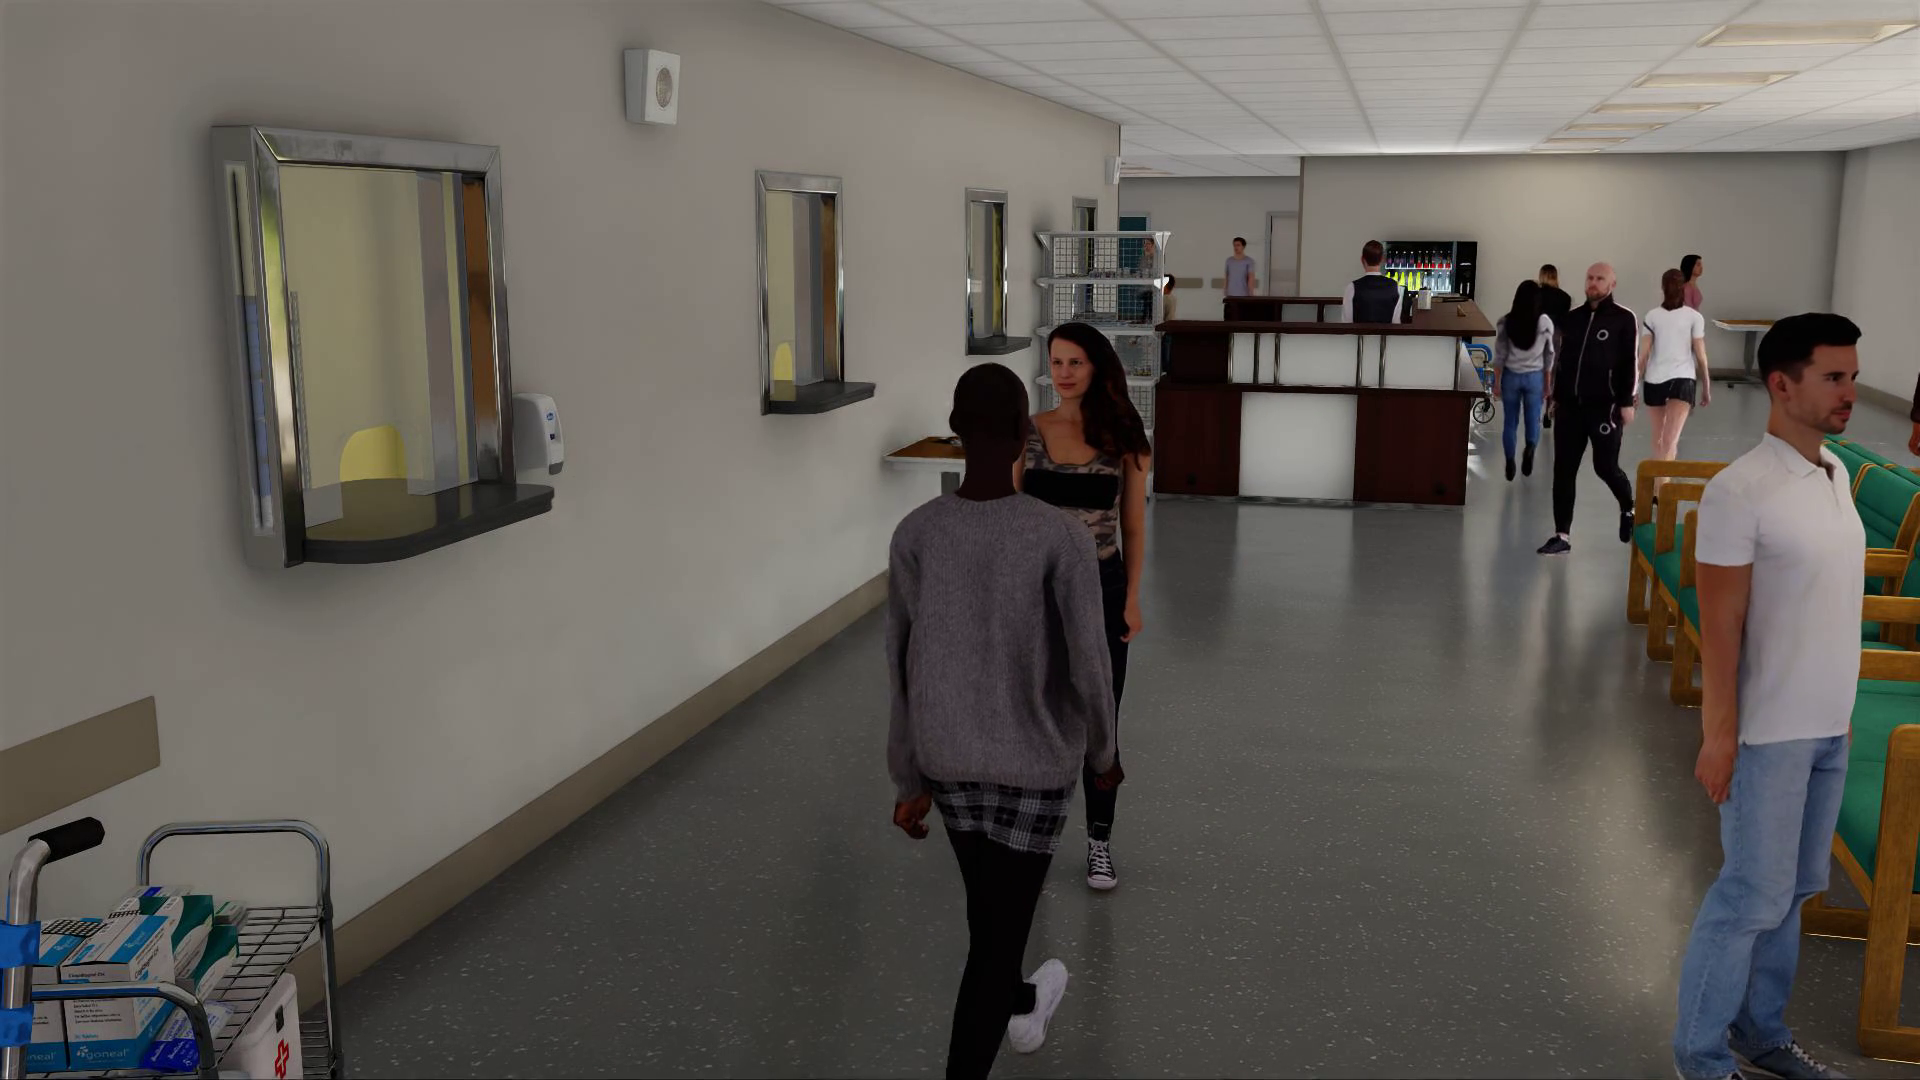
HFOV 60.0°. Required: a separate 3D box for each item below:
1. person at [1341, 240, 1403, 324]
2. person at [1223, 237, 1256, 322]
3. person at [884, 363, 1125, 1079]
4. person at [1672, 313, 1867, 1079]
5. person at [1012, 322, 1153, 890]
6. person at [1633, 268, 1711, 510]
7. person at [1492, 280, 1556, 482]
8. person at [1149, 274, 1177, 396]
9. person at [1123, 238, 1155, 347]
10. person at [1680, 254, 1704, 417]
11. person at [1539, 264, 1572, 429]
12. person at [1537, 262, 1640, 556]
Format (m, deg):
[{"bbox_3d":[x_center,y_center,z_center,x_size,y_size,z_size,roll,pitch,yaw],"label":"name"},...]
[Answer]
[{"bbox_3d":[3.380,-1.494,13.691,0.573,1.935,0.754,1,11,4],"label":"person"},{"bbox_3d":[4.312,-3.698,25.541,0.849,1.849,0.892,7,13,31],"label":"person"},{"bbox_3d":[0.046,0.534,3.543,1.078,1.734,0.806,5,12,24],"label":"person"},{"bbox_3d":[1.917,0.401,3.910,0.780,1.860,0.828,-7,13,-33],"label":"person"},{"bbox_3d":[0.348,0.205,5.182,0.486,1.770,0.680,2,11,10],"label":"person"},{"bbox_3d":[5.077,-1.055,11.984,1.079,1.709,0.916,7,13,31],"label":"person"},{"bbox_3d":[4.476,-1.237,13.199,0.859,1.614,0.684,3,11,16],"label":"person"},{"bbox_3d":[2.513,-2.496,20.239,0.586,1.463,0.591,6,12,28],"label":"person"},{"bbox_3d":[3.175,-4.110,27.725,1.217,1.844,1.192,-7,13,-32],"label":"person"},{"bbox_3d":[7.954,-2.256,18.228,0.605,1.742,0.626,7,13,32],"label":"person"},{"bbox_3d":[5.928,-1.931,16.776,0.839,1.644,0.754,2,11,8],"label":"person"},{"bbox_3d":[3.980,-0.809,10.381,1.066,1.823,1.043,-9,14,-38],"label":"person"}]
